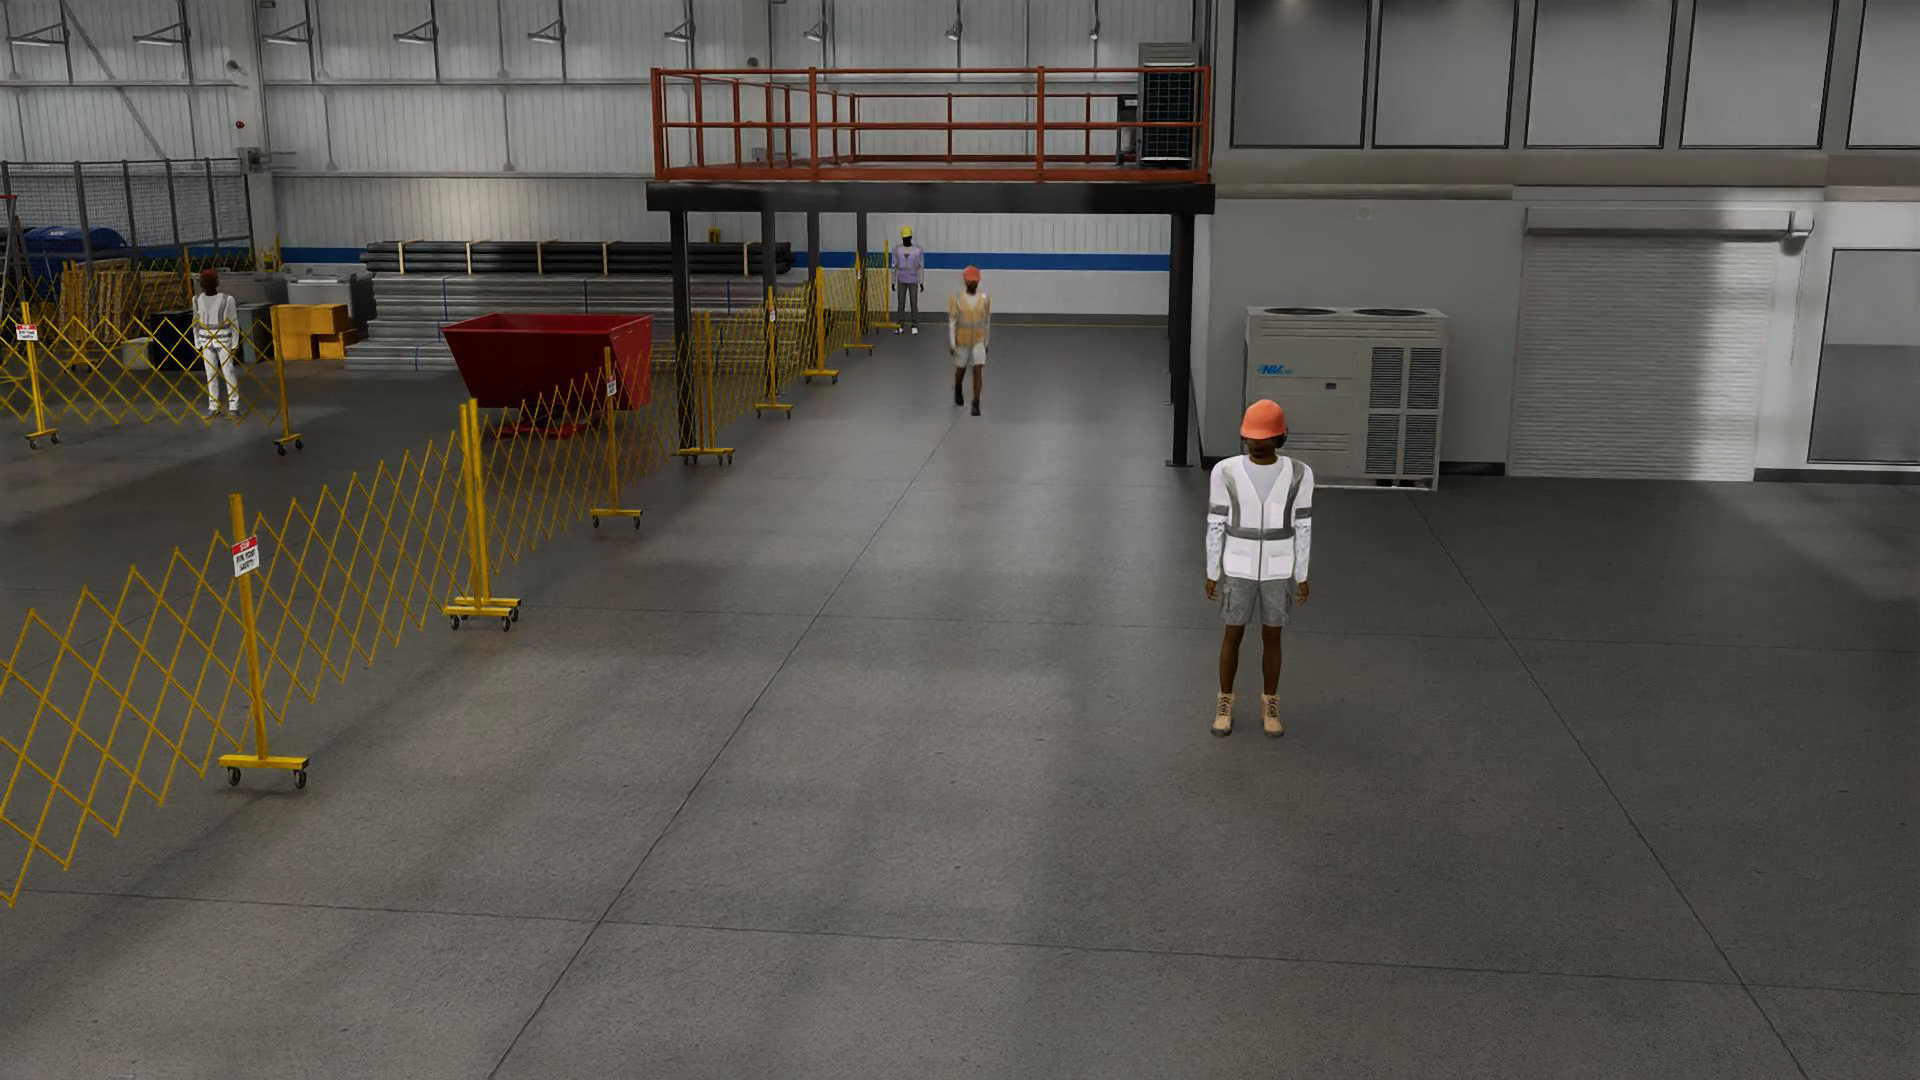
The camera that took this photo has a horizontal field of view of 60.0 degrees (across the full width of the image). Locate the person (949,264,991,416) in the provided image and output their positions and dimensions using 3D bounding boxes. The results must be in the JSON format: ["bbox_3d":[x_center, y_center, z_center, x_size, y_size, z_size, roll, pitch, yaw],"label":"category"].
[{"bbox_3d":[0.126,-2.578,21.334,0.554,1.923,0.727,-2,14,-9],"label":"person"}]

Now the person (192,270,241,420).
[{"bbox_3d":[-9.327,-2.445,20.862,0.585,1.881,0.337,2,14,6],"label":"person"}]

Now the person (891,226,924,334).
[{"bbox_3d":[-0.938,-4.645,29.765,0.594,1.924,0.383,2,14,6],"label":"person"}]

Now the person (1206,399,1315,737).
[{"bbox_3d":[1.761,0.178,9.812,0.615,2.039,0.386,2,14,6],"label":"person"}]
